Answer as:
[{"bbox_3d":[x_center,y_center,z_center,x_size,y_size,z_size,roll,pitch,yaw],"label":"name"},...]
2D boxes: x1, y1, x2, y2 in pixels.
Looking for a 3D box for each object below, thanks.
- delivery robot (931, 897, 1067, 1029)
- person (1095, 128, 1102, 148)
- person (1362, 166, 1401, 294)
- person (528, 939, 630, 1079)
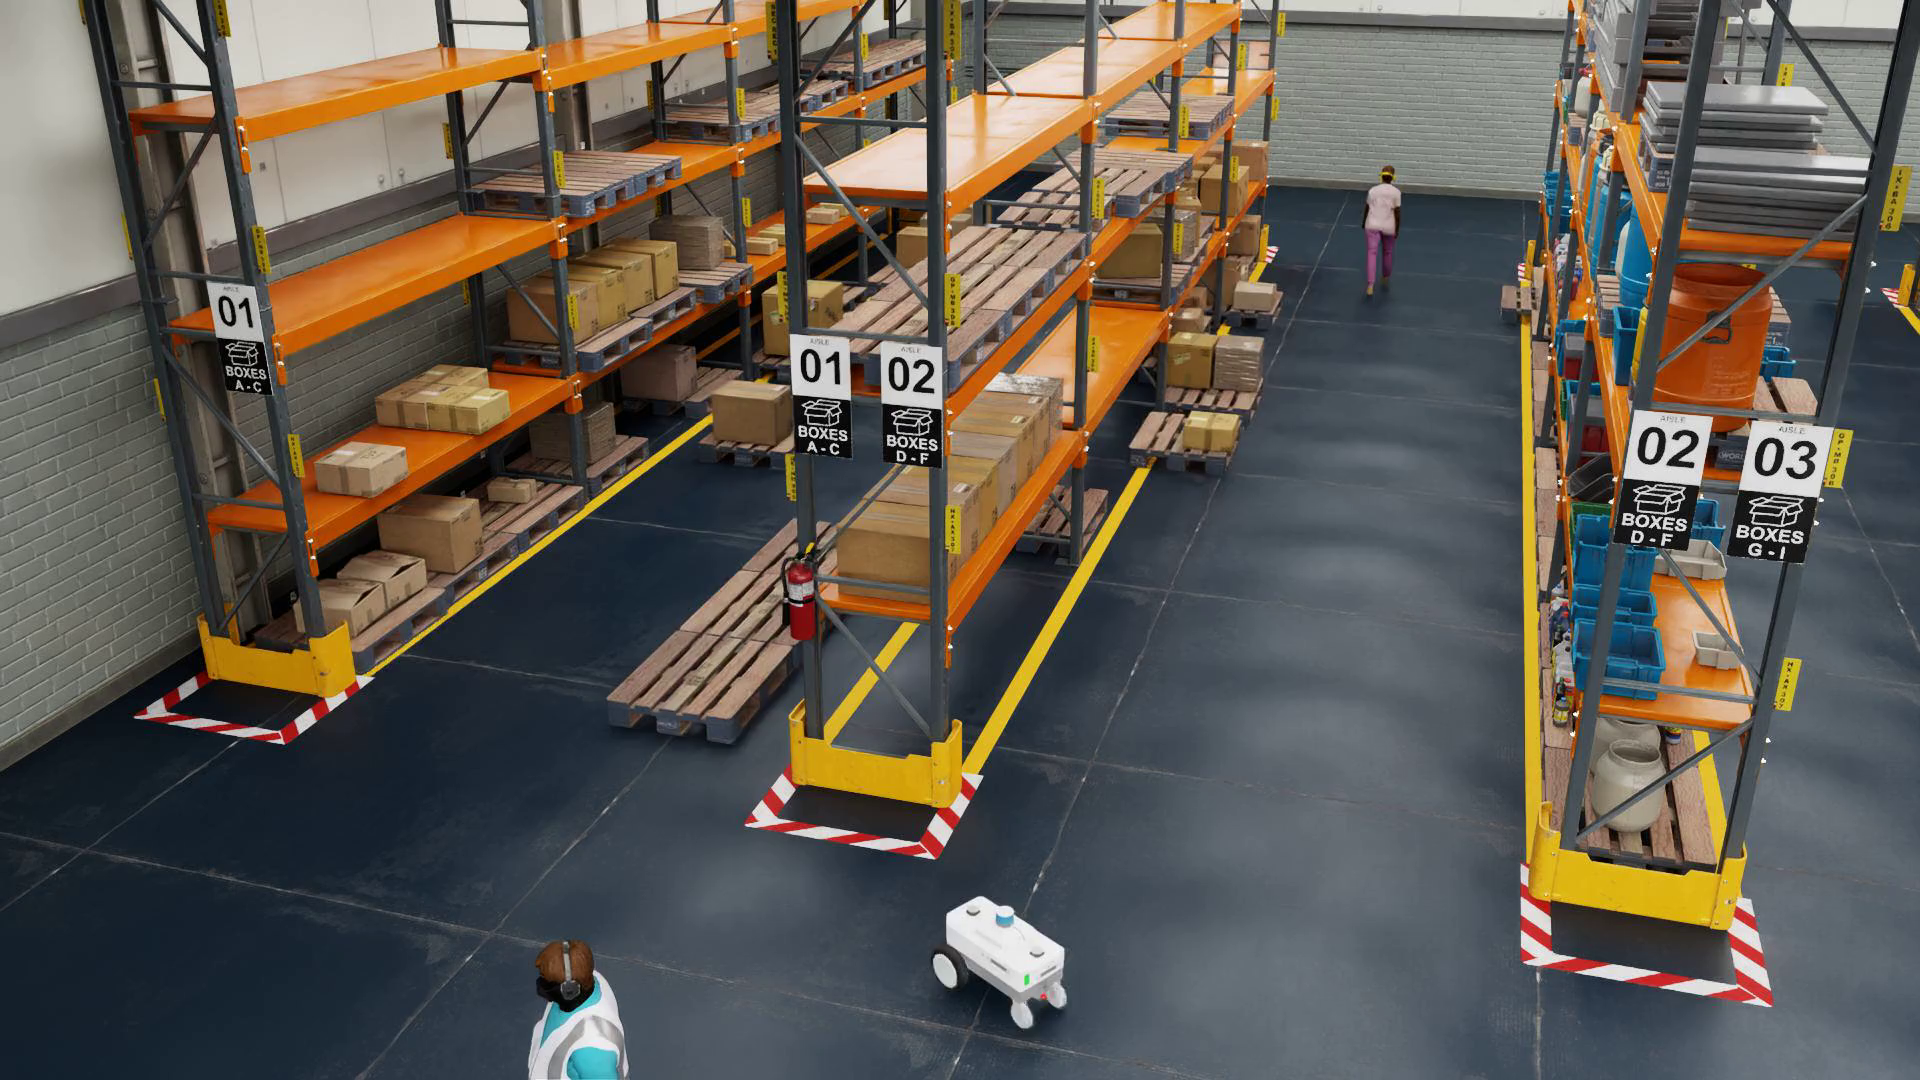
[{"bbox_3d":[0.234,2.342,9.404,0.499,0.614,0.812,-20,30,-38],"label":"delivery robot"},{"bbox_3d":[2.172,-6.015,27.341,0.399,1.681,0.489,3,24,8],"label":"person"},{"bbox_3d":[5.957,-4.426,23.561,0.511,1.750,0.954,6,24,13],"label":"person"},{"bbox_3d":[-1.659,2.534,7.312,0.429,1.842,0.632,-9,25,-19],"label":"person"}]
